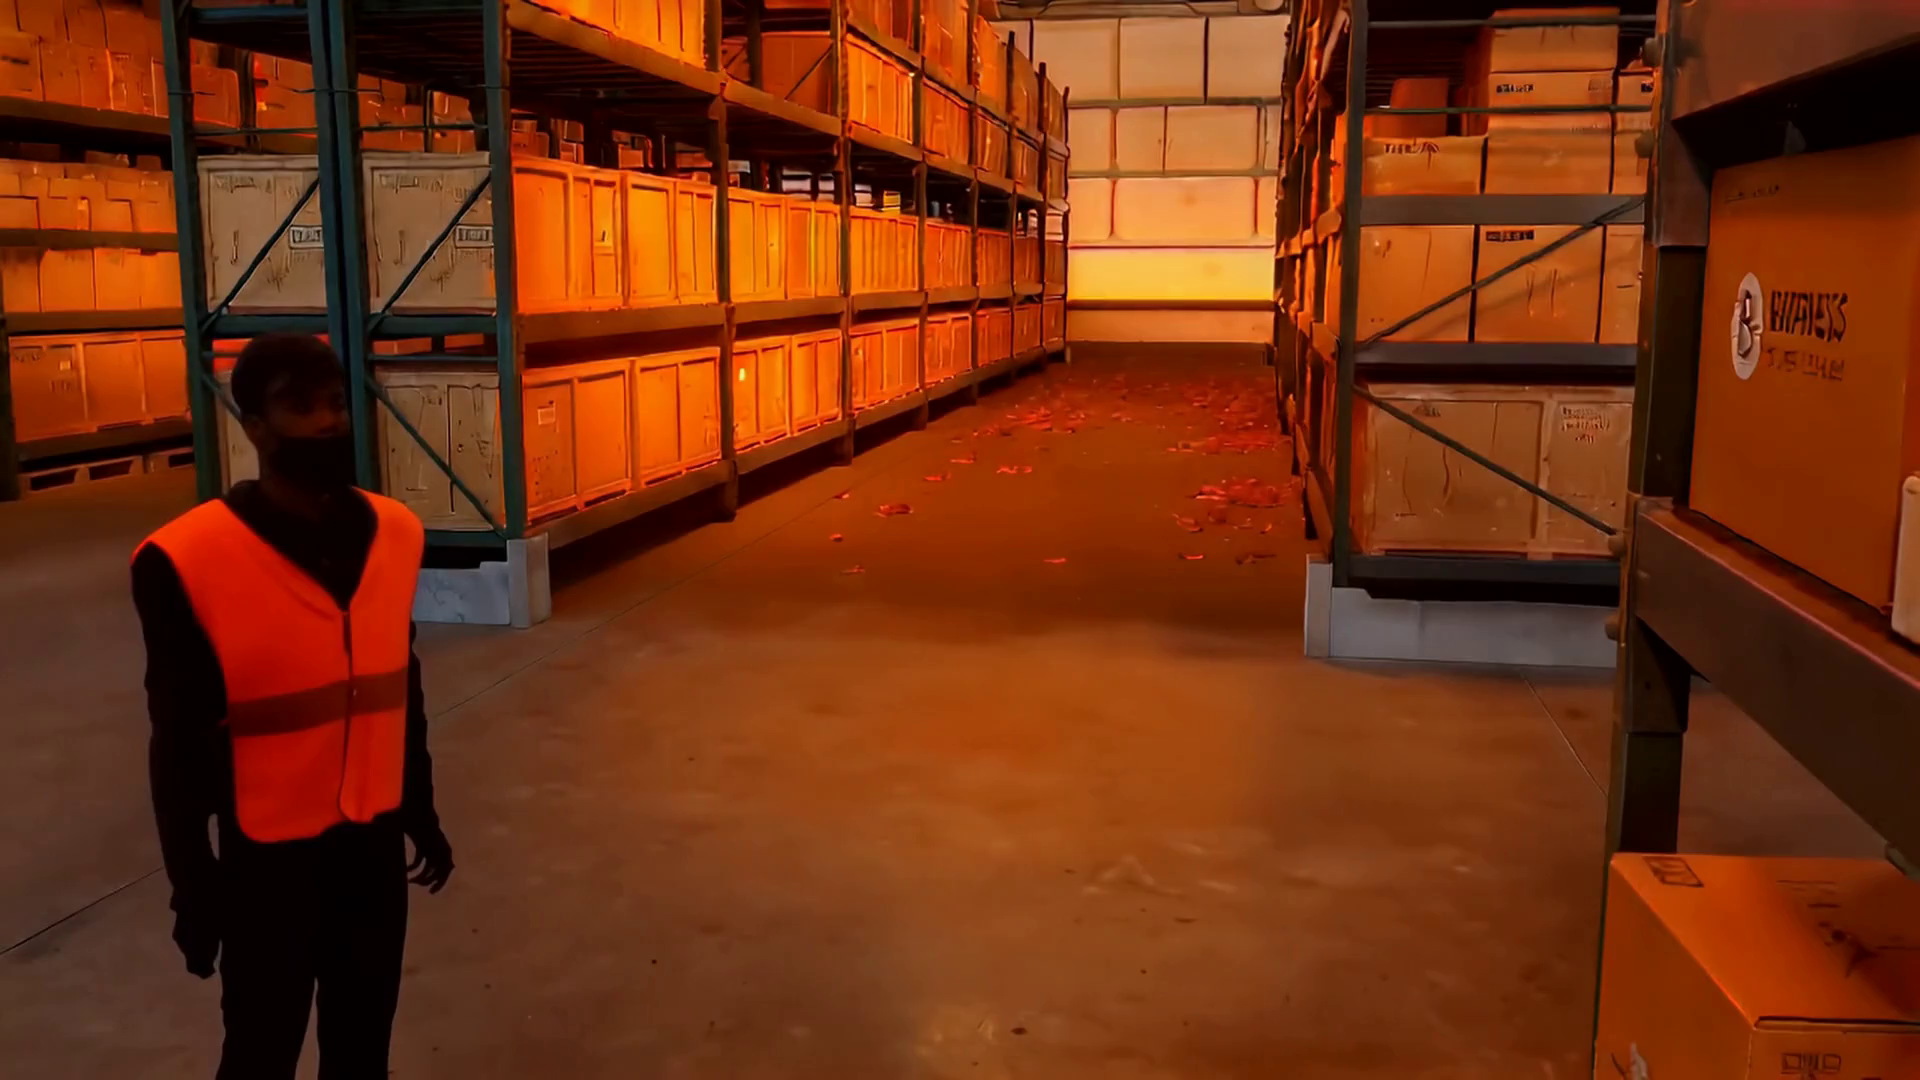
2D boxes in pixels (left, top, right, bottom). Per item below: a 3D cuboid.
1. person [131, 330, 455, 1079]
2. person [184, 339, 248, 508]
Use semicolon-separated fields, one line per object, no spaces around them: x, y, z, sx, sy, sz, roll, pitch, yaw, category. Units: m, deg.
-1.241;0.564;3.162;0.375;1.917;0.599;5;11;29;person
-6.379;-1.181;14.253;0.429;1.839;0.644;3;10;18;person
